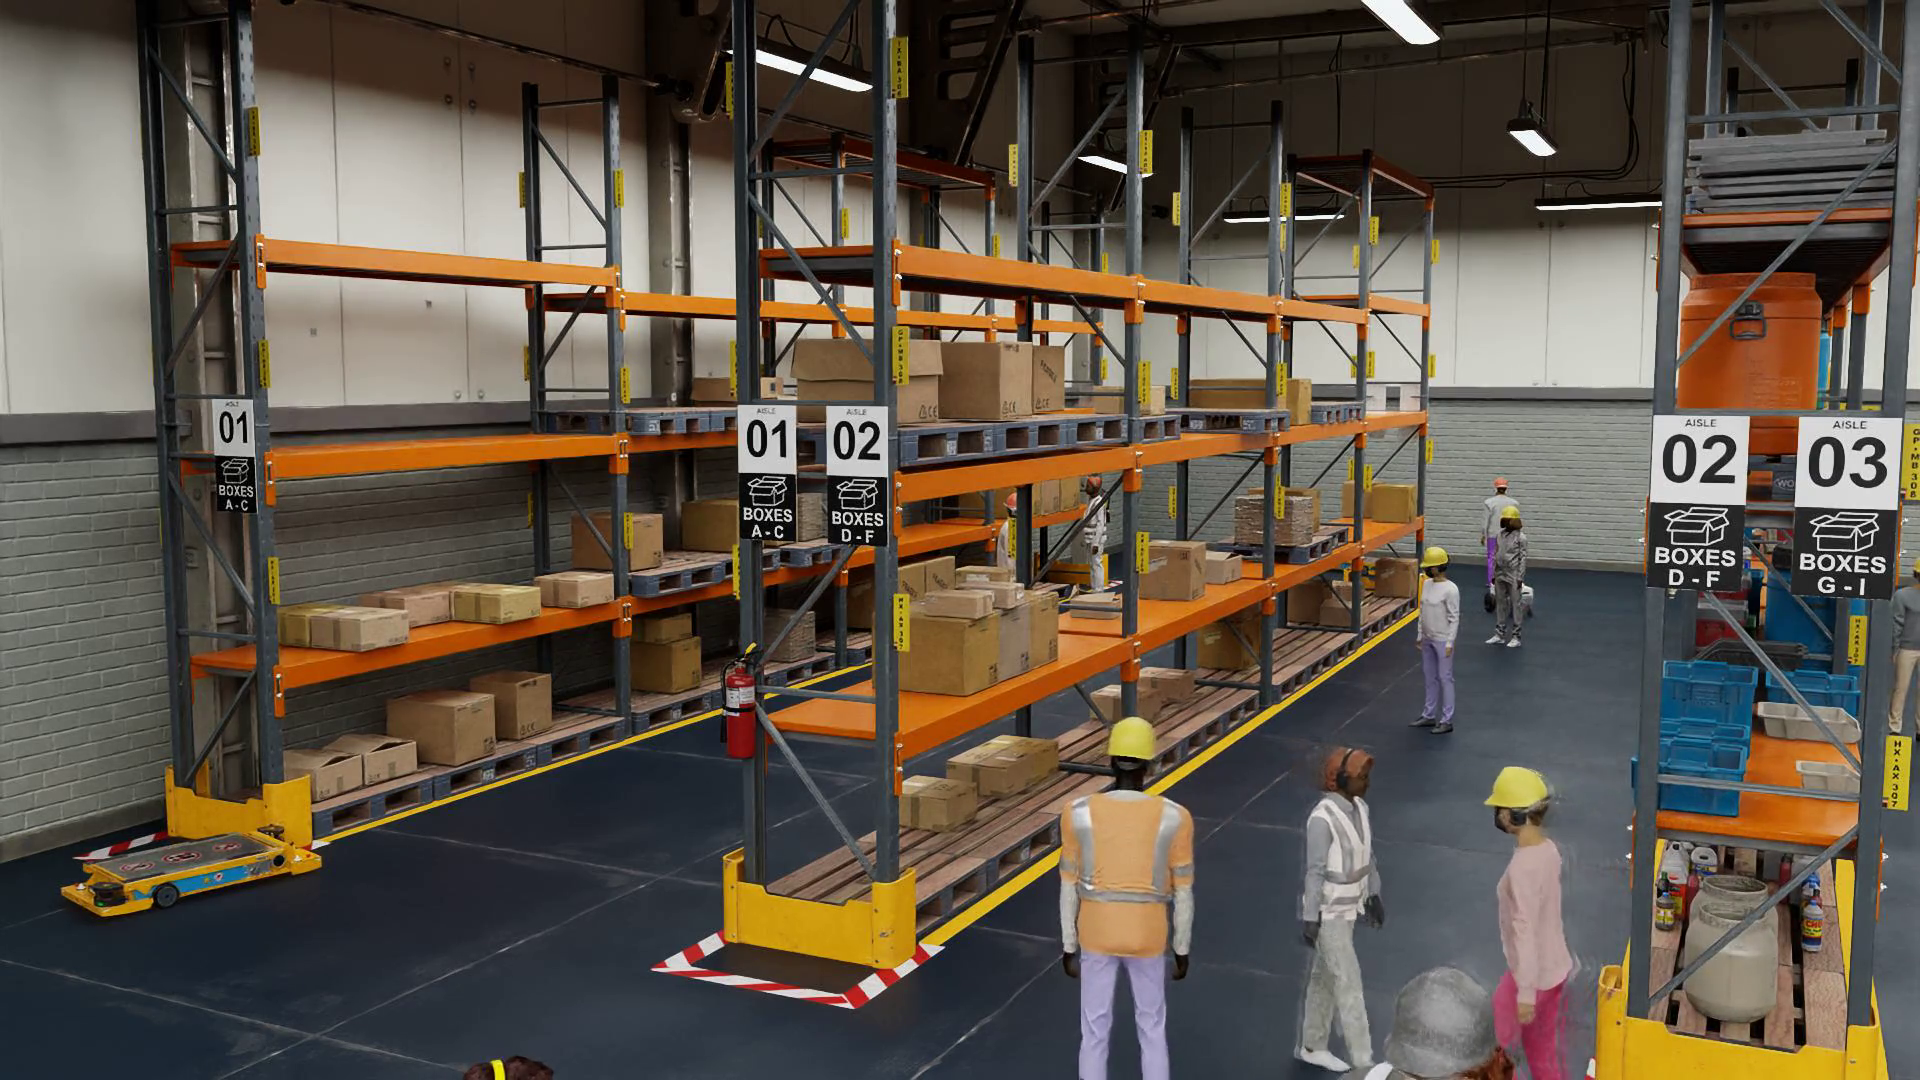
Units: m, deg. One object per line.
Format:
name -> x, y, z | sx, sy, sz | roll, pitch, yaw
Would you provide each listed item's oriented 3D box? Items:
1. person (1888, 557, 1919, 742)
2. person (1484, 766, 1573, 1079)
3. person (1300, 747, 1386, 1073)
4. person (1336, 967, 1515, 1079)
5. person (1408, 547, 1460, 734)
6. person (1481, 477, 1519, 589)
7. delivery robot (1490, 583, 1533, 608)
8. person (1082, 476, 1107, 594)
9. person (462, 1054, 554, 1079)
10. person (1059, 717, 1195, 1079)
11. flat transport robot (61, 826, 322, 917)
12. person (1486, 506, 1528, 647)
person -> 8.729, 0.999, 15.108 | 0.526, 1.765, 0.329 | 0, 6, 4
person -> 2.380, 1.832, 7.068 | 0.476, 1.746, 0.556 | 4, 7, 31
person -> 1.921, 1.805, 7.948 | 0.671, 1.613, 0.531 | 4, 7, 35
person -> 1.124, 2.003, 4.014 | 0.696, 2.000, 0.537 | 5, 8, 40
person -> 4.485, 0.942, 15.695 | 0.327, 1.760, 0.523 | -2, 6, -20
person -> 8.381, -0.101, 25.860 | 0.572, 1.748, 0.342 | 0, 6, -3
delivery robot -> 7.670, 0.725, 23.121 | 0.477, 0.478, 0.707 | -1, 6, -7
person -> 1.939, 0.018, 24.078 | 0.356, 1.883, 0.574 | -1, 6, -6
person -> -1.041, 2.103, 3.861 | 0.323, 1.871, 0.528 | -3, 7, -29
person -> 0.731, 1.733, 7.312 | 0.589, 1.904, 0.469 | 1, 6, 6
flat transport robot -> -5.047, 2.163, 10.967 | 0.652, 0.197, 1.431 | 5, 8, 41
person -> 6.777, 0.447, 20.566 | 0.288, 1.746, 0.487 | -4, 7, -32
